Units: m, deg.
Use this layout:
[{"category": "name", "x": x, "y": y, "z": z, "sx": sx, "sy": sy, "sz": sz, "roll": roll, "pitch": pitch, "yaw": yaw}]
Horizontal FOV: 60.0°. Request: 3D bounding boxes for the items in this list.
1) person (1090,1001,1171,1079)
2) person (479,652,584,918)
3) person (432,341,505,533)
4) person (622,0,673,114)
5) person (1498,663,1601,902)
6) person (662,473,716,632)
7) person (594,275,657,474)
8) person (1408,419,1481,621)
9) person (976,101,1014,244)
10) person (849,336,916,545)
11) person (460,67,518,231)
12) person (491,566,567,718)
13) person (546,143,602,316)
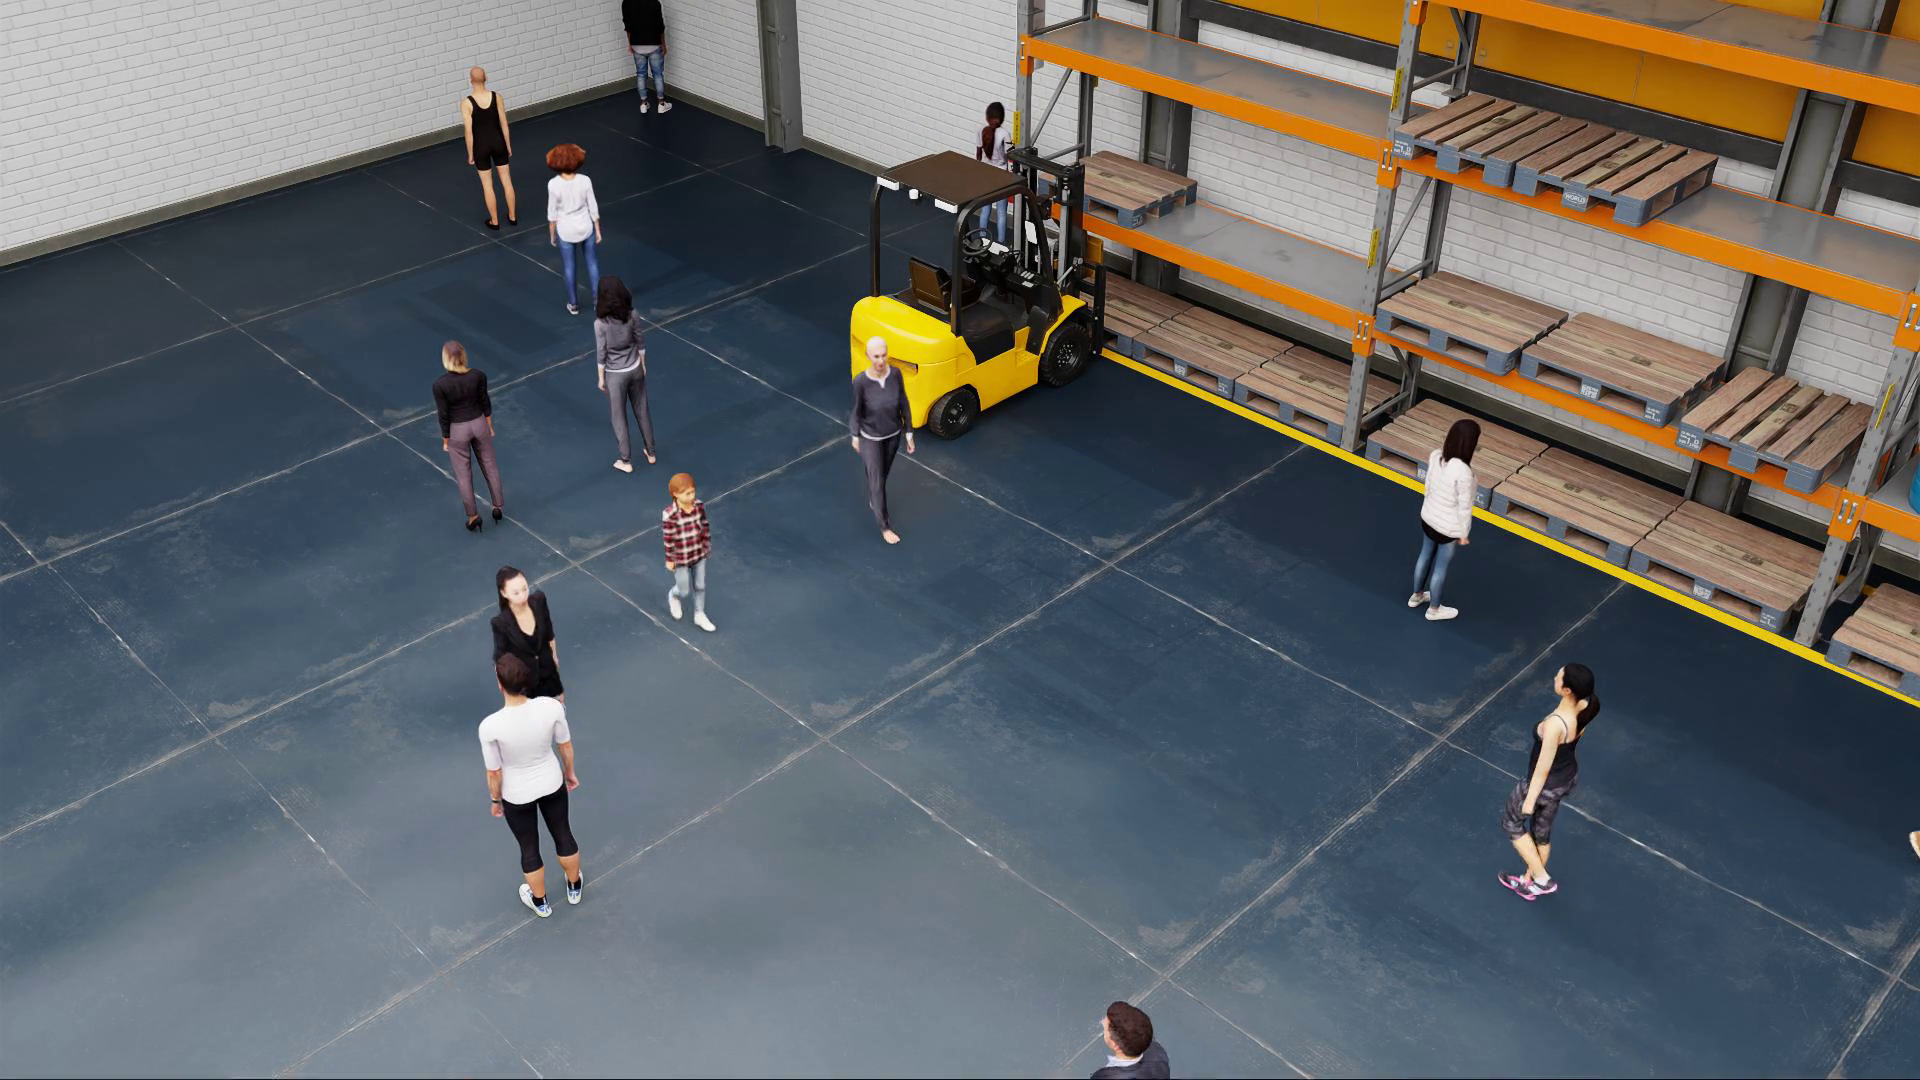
[{"category": "person", "x": 0.798, "y": 2.842, "z": 7.540, "sx": 1.170, "sy": 1.839, "sz": 0.721, "roll": 24, "pitch": 40, "yaw": 31}, {"category": "person", "x": -2.479, "y": 1.427, "z": 9.659, "sx": 0.727, "sy": 1.851, "sz": 0.639, "roll": -19, "pitch": 38, "yaw": -26}, {"category": "person", "x": -3.895, "y": -0.821, "z": 13.202, "sx": 0.617, "sy": 1.672, "sz": 0.554, "roll": -23, "pitch": 40, "yaw": -31}, {"category": "person", "x": -4.070, "y": -6.448, "z": 21.550, "sx": 0.749, "sy": 1.803, "sz": 0.846, "roll": 5, "pitch": 34, "yaw": 8}, {"category": "person", "x": 3.504, "y": 1.476, "z": 9.703, "sx": 0.610, "sy": 1.720, "sz": 0.639, "roll": -25, "pitch": 41, "yaw": -33}, {"category": "person", "x": -2.029, "y": 0.065, "z": 12.207, "sx": 0.565, "sy": 1.299, "sz": 0.685, "roll": -25, "pitch": 41, "yaw": -32}, {"category": "person", "x": -2.834, "y": -1.397, "z": 13.986, "sx": 0.626, "sy": 1.764, "sz": 0.552, "roll": -23, "pitch": 40, "yaw": -30}, {"category": "person", "x": 3.565, "y": -0.155, "z": 12.235, "sx": 0.747, "sy": 1.634, "sz": 0.604, "roll": -14, "pitch": 36, "yaw": -21}, {"category": "person", "x": 0.364, "y": -3.823, "z": 17.678, "sx": 0.551, "sy": 1.718, "sz": 0.698, "roll": 17, "pitch": 37, "yaw": 24}, {"category": "person", "x": -0.669, "y": -0.890, "z": 13.286, "sx": 0.762, "sy": 1.695, "sz": 1.026, "roll": -18, "pitch": 38, "yaw": -25}, {"category": "person", "x": -5.184, "y": -4.318, "z": 18.334, "sx": 0.677, "sy": 1.816, "sz": 0.577, "roll": -21, "pitch": 39, "yaw": -28}, {"category": "person", "x": -2.816, "y": 0.843, "z": 10.690, "sx": 0.584, "sy": 1.682, "sz": 0.634, "roll": 26, "pitch": 42, "yaw": 34}, {"category": "person", "x": -3.832, "y": -3.101, "z": 16.612, "sx": 0.779, "sy": 1.695, "sz": 0.794, "roll": -10, "pitch": 35, "yaw": -14}]
